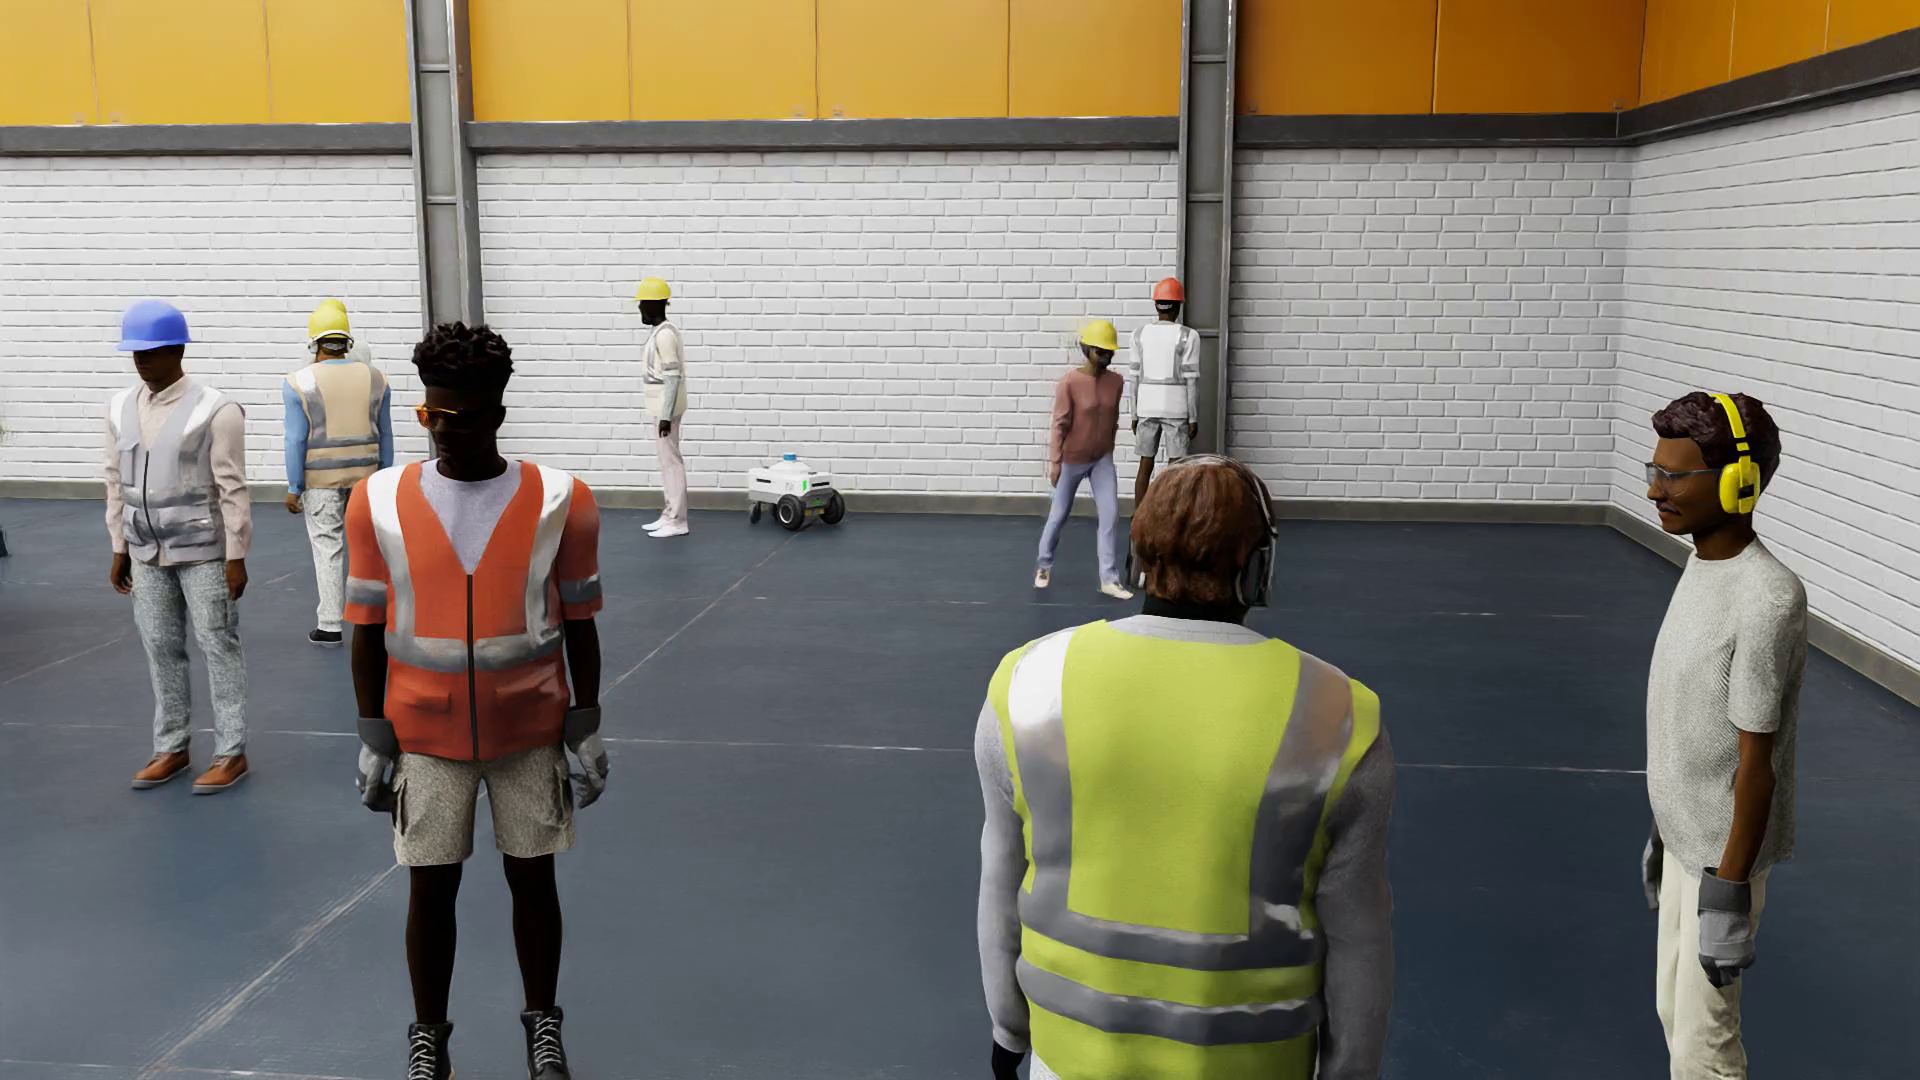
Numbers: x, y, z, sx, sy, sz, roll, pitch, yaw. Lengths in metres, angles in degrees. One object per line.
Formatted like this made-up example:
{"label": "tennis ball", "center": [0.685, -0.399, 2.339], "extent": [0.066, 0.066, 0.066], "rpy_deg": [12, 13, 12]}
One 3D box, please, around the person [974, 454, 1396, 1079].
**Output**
{"label": "person", "center": [0.336, 0.780, 2.564], "extent": [0.636, 1.831, 0.429], "rpy_deg": [3, 10, 16]}

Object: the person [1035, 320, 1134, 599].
{"label": "person", "center": [0.733, -0.511, 10.306], "extent": [0.538, 1.711, 0.769], "rpy_deg": [-6, 11, -30]}

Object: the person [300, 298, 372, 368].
{"label": "person", "center": [-4.743, -0.962, 12.731], "extent": [0.523, 1.760, 0.327], "rpy_deg": [-3, 10, -19]}

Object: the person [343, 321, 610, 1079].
{"label": "person", "center": [-1.164, 0.454, 4.040], "extent": [0.602, 1.961, 0.371], "rpy_deg": [-2, 10, -13]}

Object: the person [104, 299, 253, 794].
{"label": "person", "center": [-3.068, 0.034, 6.530], "extent": [0.615, 1.939, 0.418], "rpy_deg": [2, 10, 14]}

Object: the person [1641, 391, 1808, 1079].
{"label": "person", "center": [1.469, 0.633, 3.320], "extent": [0.333, 1.860, 0.509], "rpy_deg": [2, 10, 11]}

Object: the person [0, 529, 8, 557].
{"label": "person", "center": [-7.019, -0.801, 11.466], "extent": [0.821, 1.876, 0.548], "rpy_deg": [3, 10, 15]}

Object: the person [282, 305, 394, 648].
{"label": "person", "center": [-3.345, -0.339, 8.948], "extent": [0.404, 1.830, 0.603], "rpy_deg": [10, 14, 44]}

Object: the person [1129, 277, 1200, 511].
{"label": "person", "center": [1.497, -0.941, 12.137], "extent": [0.542, 1.928, 0.399], "rpy_deg": [5, 11, 27]}

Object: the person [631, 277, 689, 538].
{"label": "person", "center": [-2.216, -0.980, 12.346], "extent": [0.388, 1.926, 0.590], "rpy_deg": [-3, 10, -14]}

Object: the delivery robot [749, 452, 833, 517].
{"label": "delivery robot", "center": [-1.314, -0.435, 12.886], "extent": [0.707, 0.478, 0.477], "rpy_deg": [9, 13, 42]}
